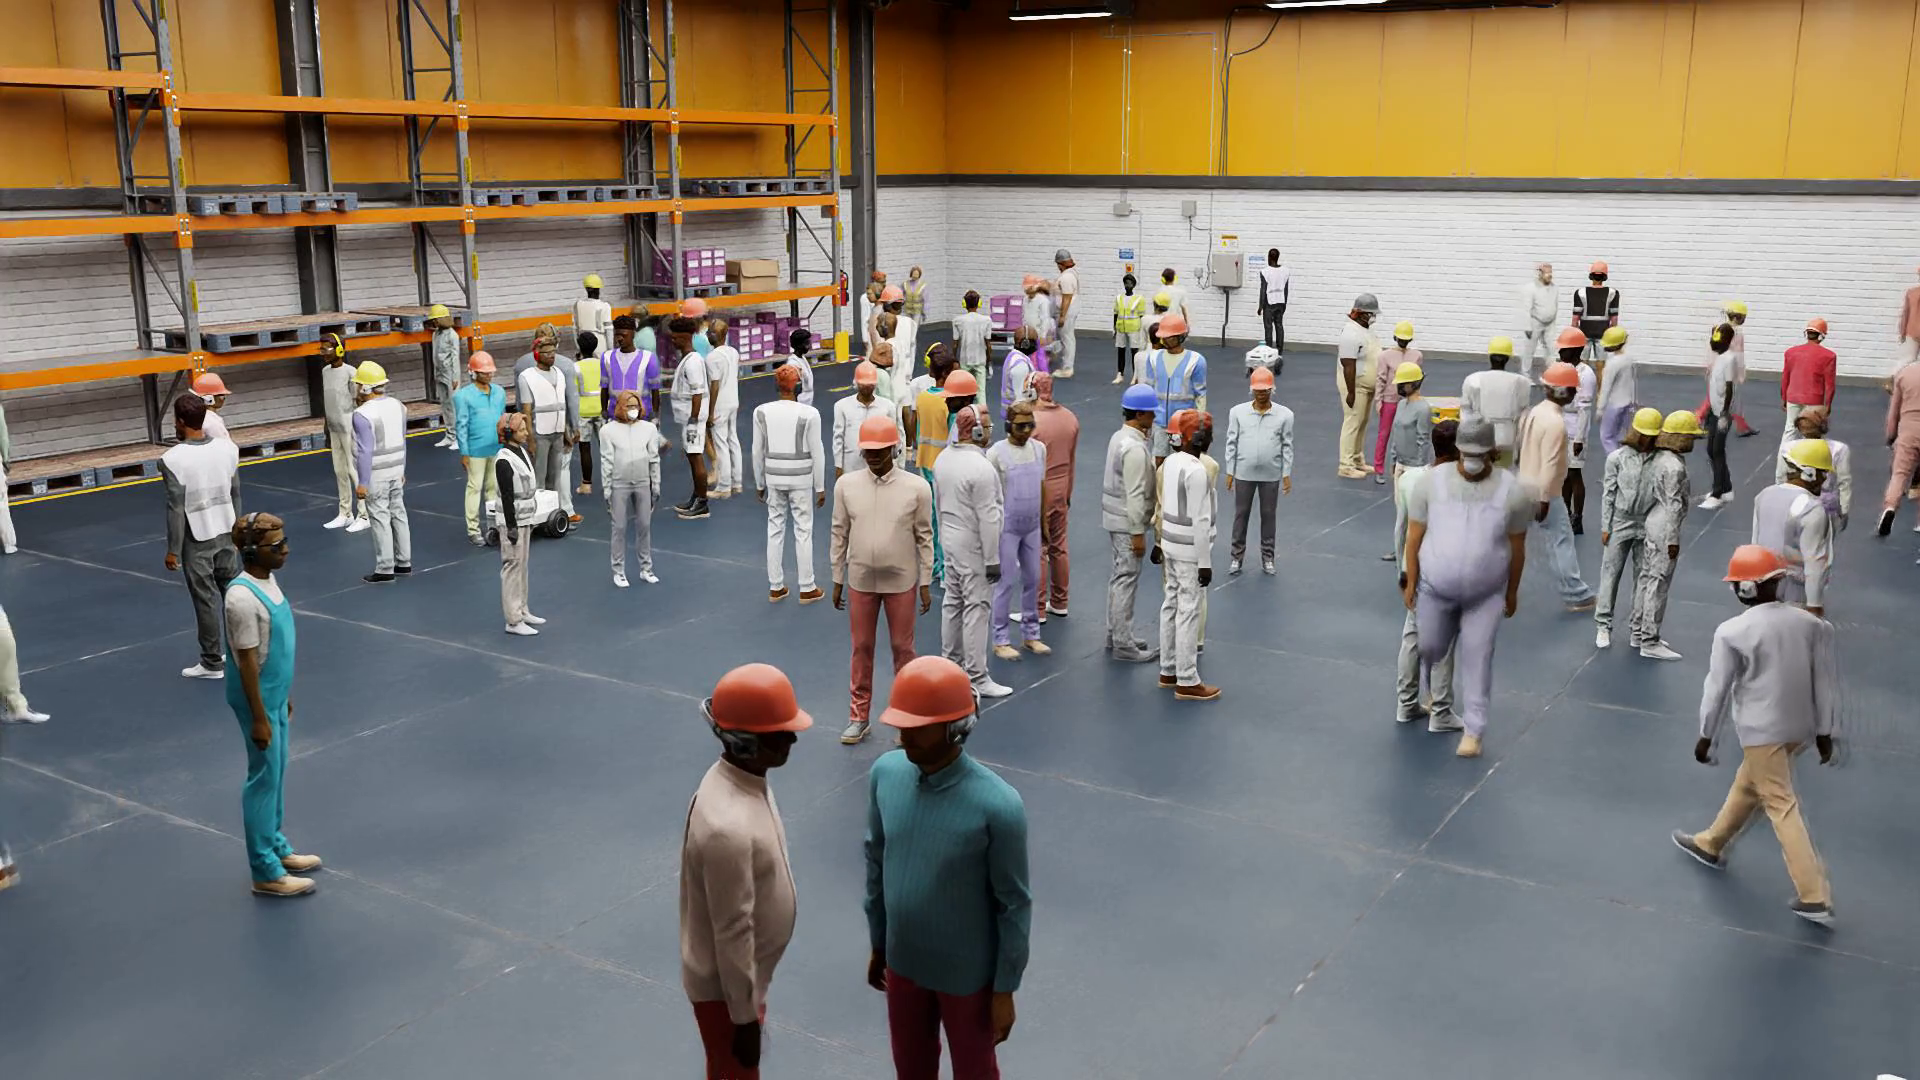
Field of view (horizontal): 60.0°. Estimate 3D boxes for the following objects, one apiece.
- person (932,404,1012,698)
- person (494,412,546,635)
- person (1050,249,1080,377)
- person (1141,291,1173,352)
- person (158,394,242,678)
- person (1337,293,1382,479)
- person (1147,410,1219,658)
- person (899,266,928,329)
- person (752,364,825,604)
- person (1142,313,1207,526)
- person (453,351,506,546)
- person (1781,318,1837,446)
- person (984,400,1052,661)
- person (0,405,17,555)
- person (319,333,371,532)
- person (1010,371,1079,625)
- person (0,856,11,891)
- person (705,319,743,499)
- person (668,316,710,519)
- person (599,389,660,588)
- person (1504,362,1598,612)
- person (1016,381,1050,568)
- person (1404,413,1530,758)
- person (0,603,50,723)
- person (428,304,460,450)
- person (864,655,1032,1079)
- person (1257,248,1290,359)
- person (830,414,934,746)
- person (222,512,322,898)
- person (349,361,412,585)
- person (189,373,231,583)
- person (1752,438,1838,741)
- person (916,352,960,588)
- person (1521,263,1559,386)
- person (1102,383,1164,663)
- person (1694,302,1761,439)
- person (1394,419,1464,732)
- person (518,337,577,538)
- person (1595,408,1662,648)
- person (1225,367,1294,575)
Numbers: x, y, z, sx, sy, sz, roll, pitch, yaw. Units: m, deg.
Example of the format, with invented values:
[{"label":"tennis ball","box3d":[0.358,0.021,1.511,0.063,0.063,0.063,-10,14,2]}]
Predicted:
[{"label":"person","box3d":[0.091,0.067,10.807,0.404,1.911,0.636,-7,15,-29]},{"label":"person","box3d":[-3.259,-0.125,12.227,0.306,1.640,0.522,-1,13,-2]},{"label":"person","box3d":[1.630,-3.622,26.516,0.535,2.000,0.674,3,13,12]},{"label":"person","box3d":[2.648,-2.425,22.002,0.551,1.737,0.457,9,16,34]},{"label":"person","box3d":[-5.058,-0.020,11.159,0.392,1.920,0.587,6,14,24]},{"label":"person","box3d":[4.391,-1.697,18.166,0.535,2.000,0.686,7,15,27]},{"label":"person","box3d":[1.536,-0.034,11.581,0.563,1.751,0.330,-11,17,-40]},{"label":"person","box3d":[-0.816,-3.967,28.964,0.538,1.604,0.567,1,13,3]},{"label":"person","box3d":[-1.333,-0.435,13.034,0.582,1.882,0.338,4,14,16]},{"label":"person","box3d":[1.991,-1.110,15.627,0.616,2.035,0.381,7,15,29]},{"label":"person","box3d":[-4.289,-0.836,15.063,0.342,1.751,0.564,9,16,33]},{"label":"person","box3d":[9.289,-1.558,18.223,0.354,1.741,0.568,-11,17,-39]},{"label":"person","box3d":[0.399,-0.070,11.570,0.524,1.833,0.339,-8,15,-33]},{"label":"person","box3d":[-8.557,-0.649,14.497,0.514,1.642,0.314,-9,16,-34]},{"label":"person","box3d":[-5.774,-1.008,15.557,0.534,1.868,0.309,8,15,31]},{"label":"person","box3d":[0.600,-0.319,12.498,0.403,1.899,0.651,11,17,40]},{"label":"person","box3d":[-4.813,0.868,7.472,0.601,1.837,0.953,8,15,30]},{"label":"person","box3d":[-2.437,-1.337,17.035,0.327,1.843,0.514,6,14,23]},{"label":"person","box3d":[-2.621,-1.190,16.134,0.361,1.962,0.613,-3,13,-13]},{"label":"person","box3d":[-2.681,-0.425,13.566,0.493,1.625,0.279,-7,15,-27]},{"label":"person","box3d":[4.500,-0.402,12.775,1.032,1.939,0.625,0,13,0]},{"label":"person","box3d":[0.654,-0.573,14.171,0.305,1.640,0.522,9,16,33]},{"label":"person","box3d":[3.012,0.203,9.925,0.691,2.000,0.809,5,14,21]},{"label":"person","box3d":[-6.095,0.371,10.145,0.757,1.602,0.497,1,13,4]},{"label":"person","box3d":[-6.182,-1.958,19.973,0.485,1.736,0.323,11,17,40]},{"label":"person","box3d":[-0.067,1.316,5.200,0.612,1.994,0.395,10,16,38]},{"label":"person","box3d":[5.407,-4.069,28.716,0.592,1.922,0.392,-7,15,-27]},{"label":"person","box3d":[-0.466,0.240,9.861,0.622,1.993,0.384,2,13,8]},{"label":"person","box3d":[-3.282,0.771,7.892,0.344,1.845,0.506,-2,13,-11]},{"label":"person","box3d":[-4.766,-0.550,13.639,0.404,1.834,0.600,4,13,16]},{"label":"person","box3d":[-6.035,-0.482,13.524,0.324,1.752,0.562,-11,17,-39]},{"label":"person","box3d":[5.012,0.292,10.018,0.403,1.823,0.586,-2,13,-8]},{"label":"person","box3d":[-0.144,-0.566,13.535,0.392,1.918,0.592,-9,16,-35]},{"label":"person","box3d":[8.854,-3.228,25.160,0.680,1.868,0.894,-4,14,-18]},{"label":"person","box3d":[1.191,-0.120,11.558,0.411,1.940,0.612,-1,13,-3]},{"label":"person","box3d":[9.544,-2.100,20.653,0.962,1.702,0.552,0,13,1]},{"label":"person","box3d":[2.903,0.217,10.132,0.380,1.917,0.596,-9,16,-34]},{"label":"person","box3d":[-3.836,-0.963,15.407,0.390,1.847,0.563,6,14,25]},{"label":"person","box3d":[4.805,-0.082,11.824,0.485,1.739,0.304,1,13,4]},{"label":"person","box3d":[2.498,-0.574,13.922,0.561,1.752,0.327,2,13,8]}]
